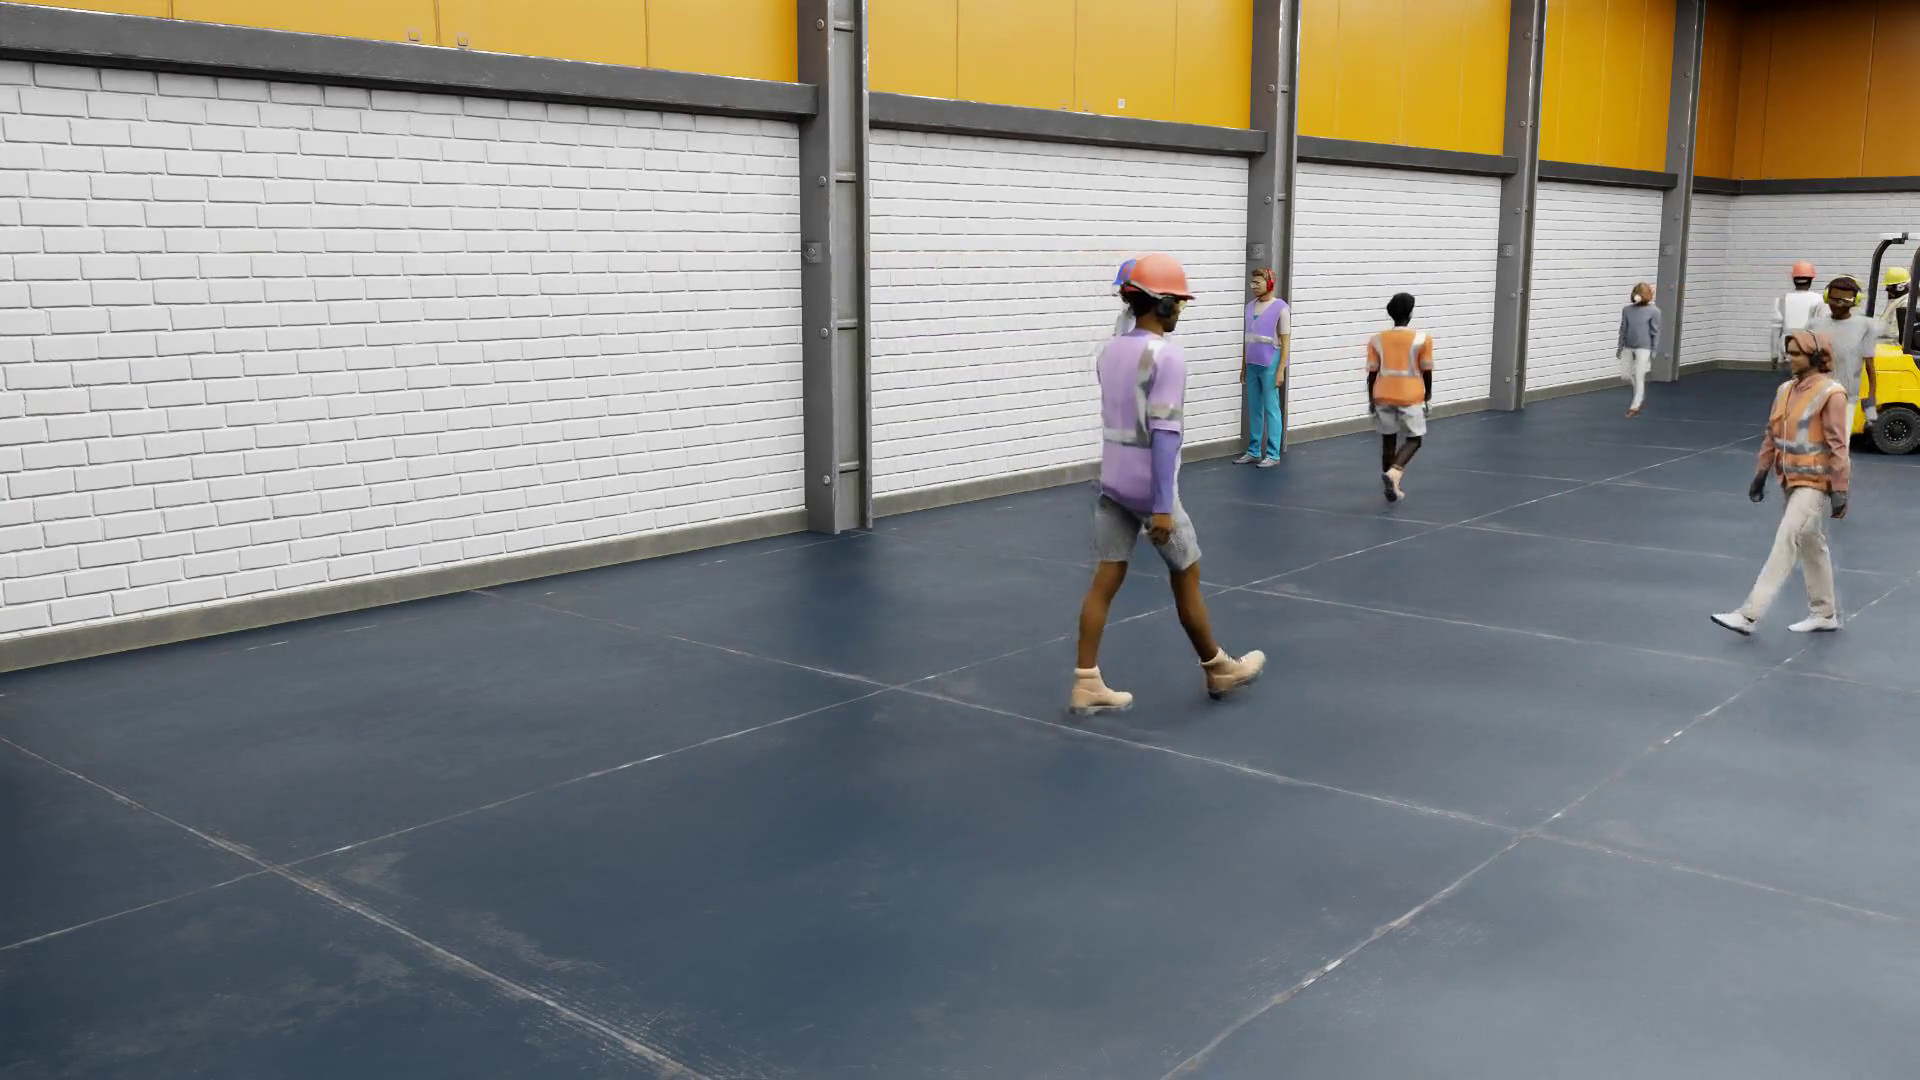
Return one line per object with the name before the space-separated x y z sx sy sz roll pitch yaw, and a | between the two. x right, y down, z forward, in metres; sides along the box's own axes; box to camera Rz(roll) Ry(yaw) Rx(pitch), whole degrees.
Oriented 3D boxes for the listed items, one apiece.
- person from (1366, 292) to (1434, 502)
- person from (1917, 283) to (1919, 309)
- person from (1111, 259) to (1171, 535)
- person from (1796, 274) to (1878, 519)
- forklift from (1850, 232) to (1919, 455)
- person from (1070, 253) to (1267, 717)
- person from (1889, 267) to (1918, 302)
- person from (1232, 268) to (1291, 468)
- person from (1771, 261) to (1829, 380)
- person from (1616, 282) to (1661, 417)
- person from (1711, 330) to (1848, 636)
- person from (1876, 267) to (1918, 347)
person | 3.439 -1.107 13.105 0.544 1.683 0.564 7 12 34
person | 10.811 -2.148 18.891 0.804 1.739 0.521 2 10 10
person | 1.255 -1.012 11.832 0.406 1.945 0.615 -5 11 -26
person | 6.329 -0.993 12.028 0.628 1.842 0.528 9 13 42
forklift | 9.955 -1.972 16.595 2.313 2.155 1.214 1 10 8
person | 0.891 -0.240 7.288 1.020 1.991 0.642 -5 11 -28
person | 12.725 -2.776 22.166 0.665 1.849 1.012 9 13 41
person | 2.825 -1.593 15.427 0.378 1.844 0.569 -6 12 -31
person | 9.077 -2.065 18.034 1.007 1.896 0.554 -9 14 -43
person | 8.185 -2.298 20.054 0.435 1.621 0.514 -7 12 -36
person | 4.284 -0.280 8.645 0.830 1.601 0.540 0 10 -3
person | 10.032 -2.012 17.882 0.403 1.822 0.589 3 10 17
